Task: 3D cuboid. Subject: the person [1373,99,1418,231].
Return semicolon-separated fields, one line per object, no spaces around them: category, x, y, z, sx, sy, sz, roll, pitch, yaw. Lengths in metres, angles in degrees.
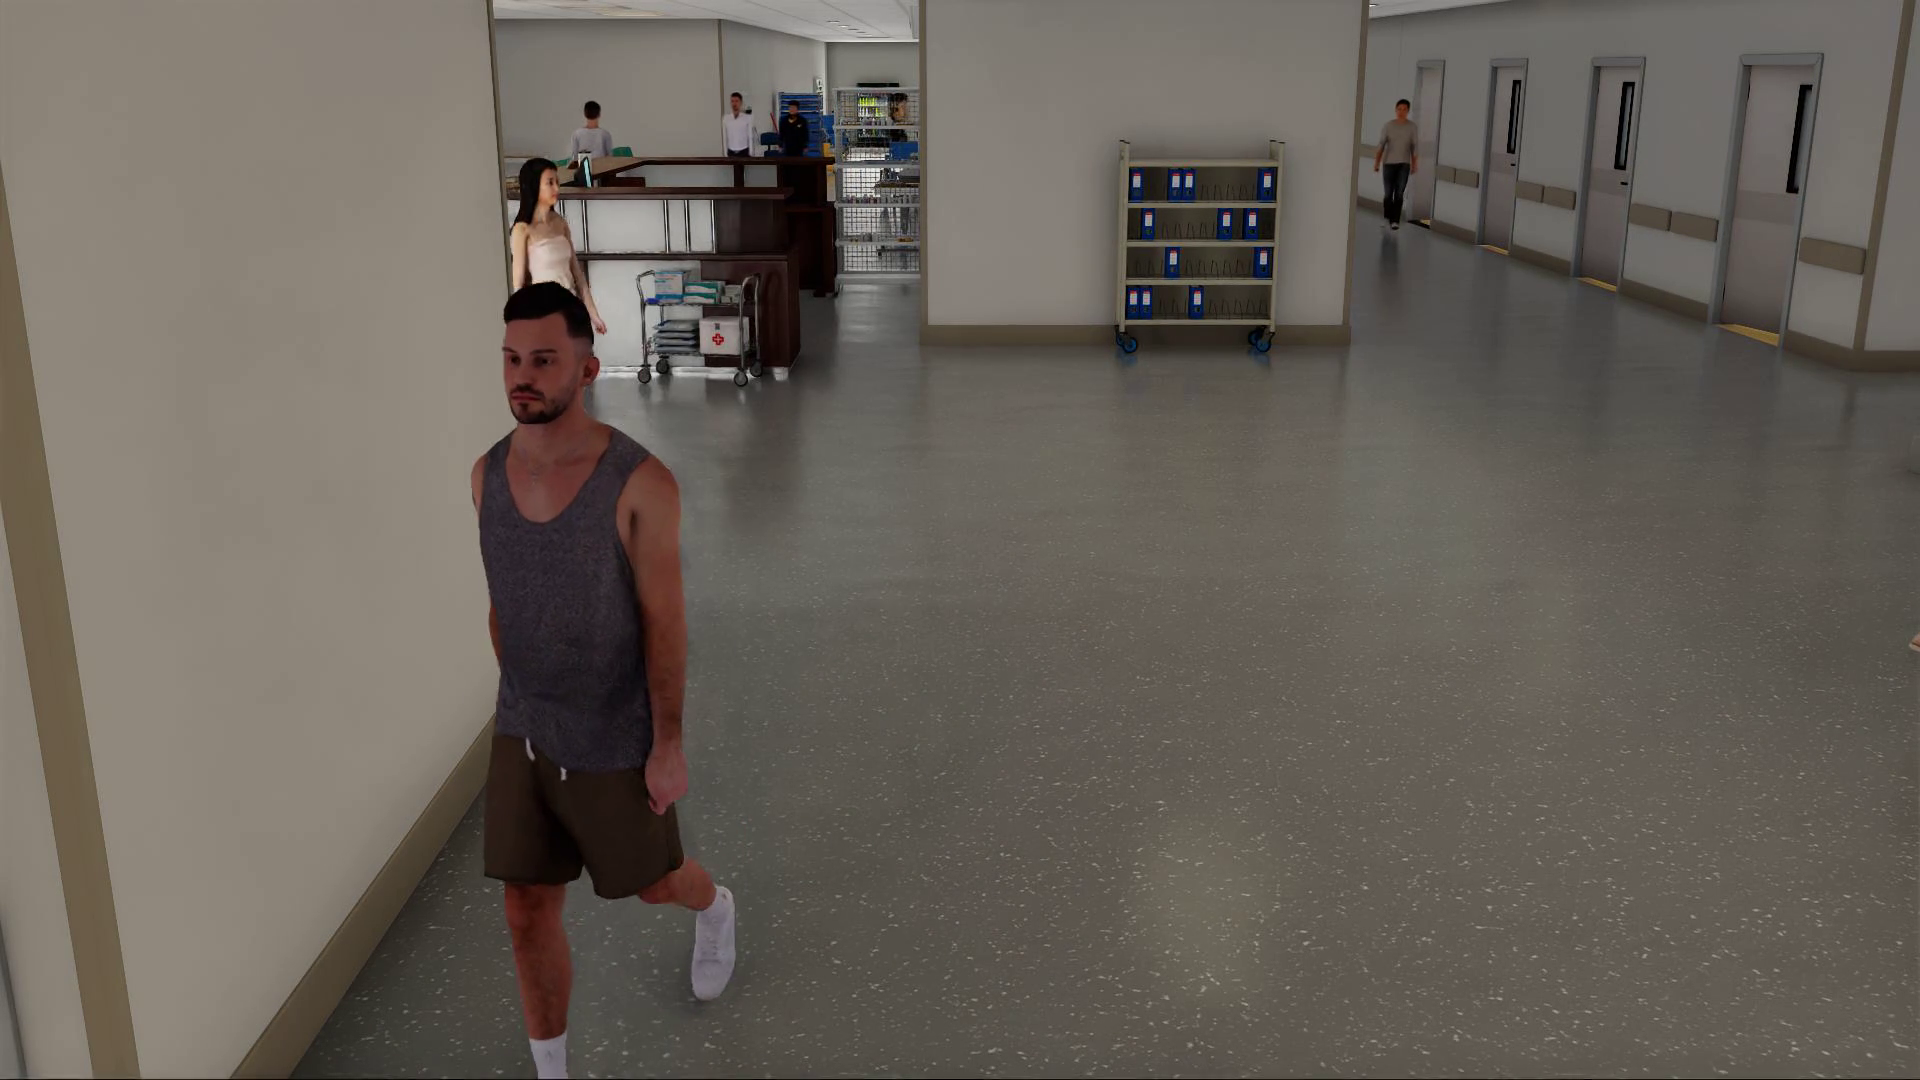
person;6.081;-5.209;23.217;1.184;1.750;0.982;5;16;16

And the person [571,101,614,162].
person;-4.134;-3.964;18.710;1.109;1.800;0.777;-2;16;-5

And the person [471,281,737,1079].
person;-0.744;0.364;3.558;1.167;1.815;0.927;4;16;15

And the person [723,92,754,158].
person;-3.312;-5.796;25.109;0.762;1.853;0.726;2;16;6

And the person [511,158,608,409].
person;-2.261;-1.136;8.882;1.100;1.689;0.830;6;17;21

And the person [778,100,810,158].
person;-2.921;-6.916;29.441;0.943;1.658;0.896;4;16;13
